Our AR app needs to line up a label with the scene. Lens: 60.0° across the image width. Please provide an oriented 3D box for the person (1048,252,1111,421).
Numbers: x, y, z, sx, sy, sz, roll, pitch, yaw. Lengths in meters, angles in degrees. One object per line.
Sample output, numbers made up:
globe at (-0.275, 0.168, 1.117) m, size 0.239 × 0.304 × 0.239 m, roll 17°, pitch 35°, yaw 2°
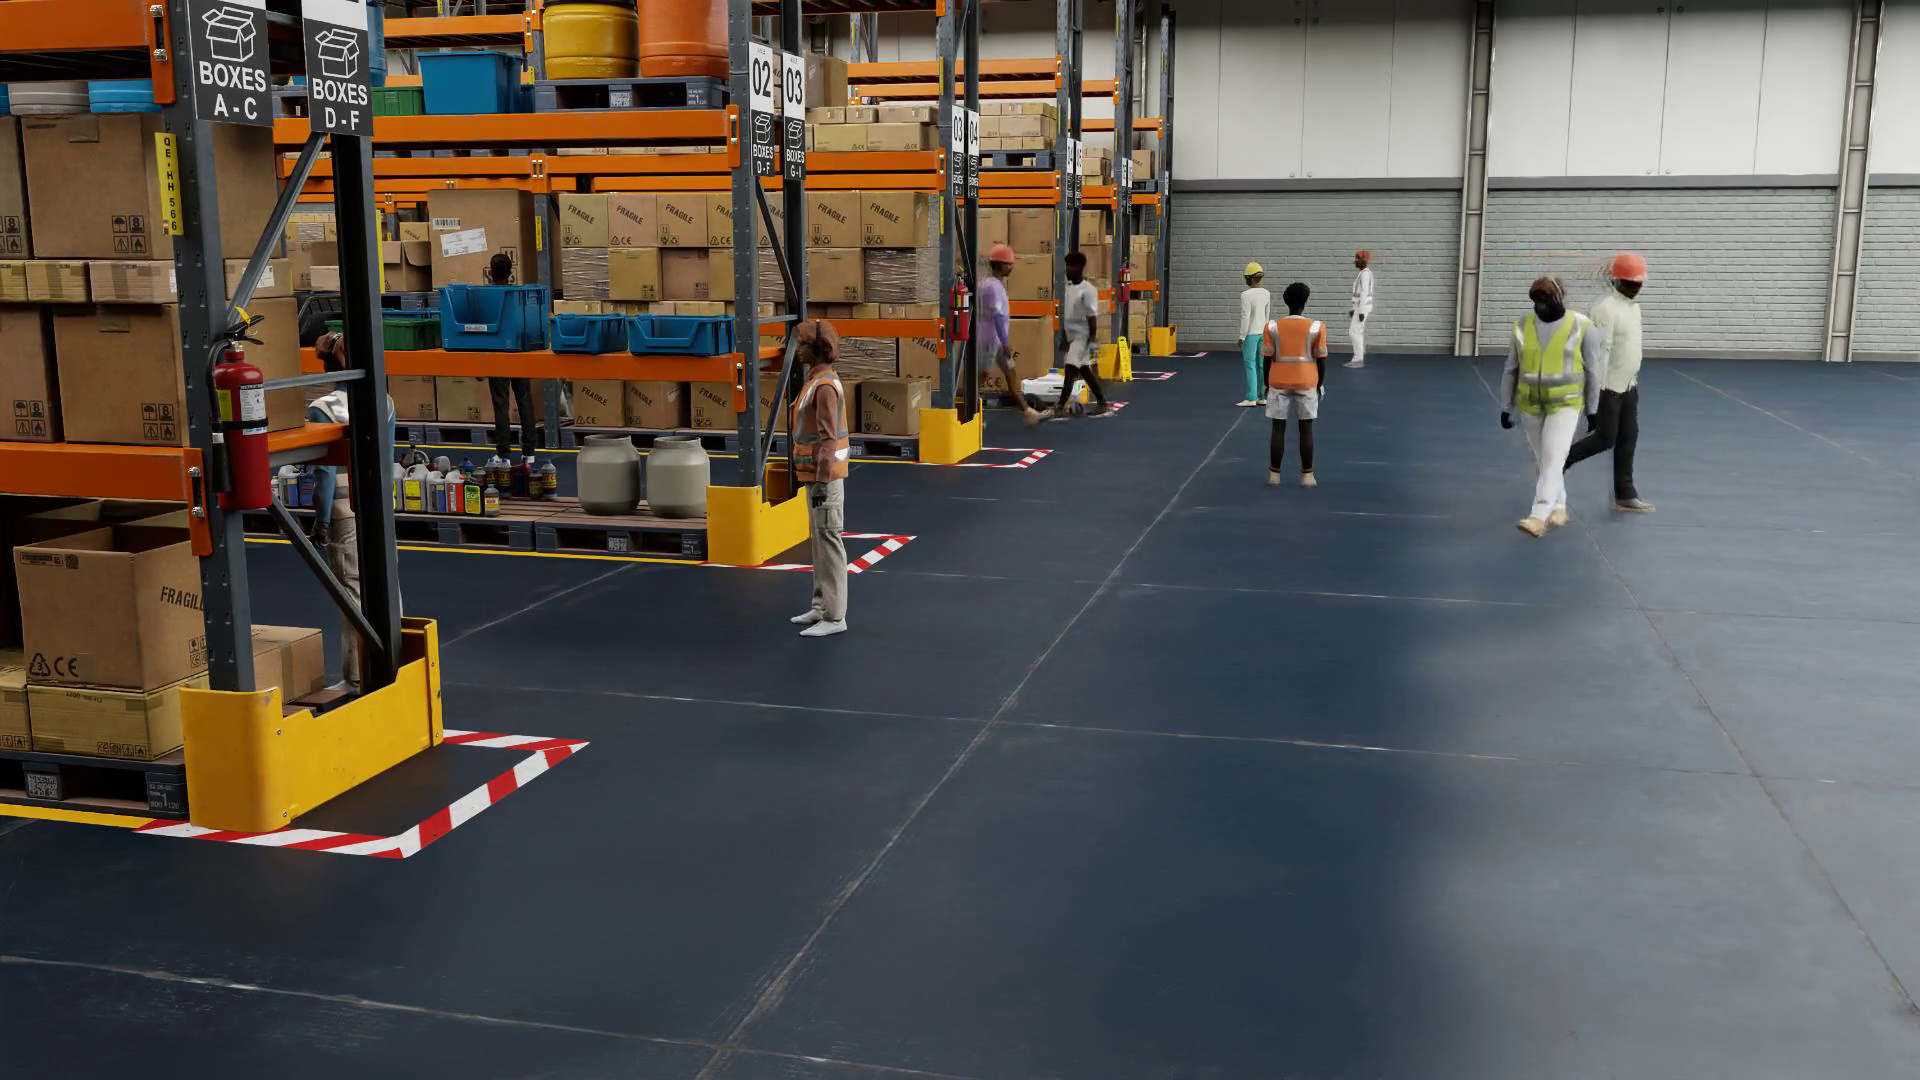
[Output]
person at (1.351, -2.309, 18.937) m, size 0.953 × 1.922 × 0.616 m, roll -3°, pitch 11°, yaw -17°

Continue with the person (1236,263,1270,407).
person at (3.589, -2.513, 20.422) m, size 0.533 × 1.767 × 0.326 m, roll -10°, pitch 14°, yaw -43°

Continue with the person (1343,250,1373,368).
person at (6.369, -3.673, 26.544) m, size 0.419 × 1.878 × 0.602 m, roll 3°, pitch 11°, yaw 15°

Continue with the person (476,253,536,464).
person at (-4.125, -1.639, 15.154) m, size 0.587 × 1.920 × 0.394 m, roll -8°, pitch 13°, yaw -36°

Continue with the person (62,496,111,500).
person at (-5.641, -0.754, 10.640) m, size 0.856 × 1.794 × 0.593 m, roll 3°, pitch 11°, yaw 16°

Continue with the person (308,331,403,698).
person at (-2.708, -0.111, 7.464) m, size 0.307 × 1.640 × 0.520 m, roll 3°, pitch 11°, yaw 18°

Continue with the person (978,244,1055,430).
person at (0.465, -2.142, 17.742) m, size 1.063 × 1.981 × 0.637 m, roll 2°, pitch 10°, yaw 9°

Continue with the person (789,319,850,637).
person at (-0.723, -0.321, 8.629) m, size 0.307 × 1.641 × 0.512 m, roll -2°, pitch 10°, yaw -12°

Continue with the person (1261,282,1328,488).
person at (2.753, -1.272, 13.738) m, size 0.540 × 1.695 × 0.317 m, roll 3°, pitch 11°, yaw 15°

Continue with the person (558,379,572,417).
person at (-4.811, -2.280, 18.657) m, size 1.044 × 1.946 × 0.634 m, roll 5°, pitch 11°, yaw 26°

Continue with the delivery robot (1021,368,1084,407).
delivery robot at (1.079, -1.754, 19.315) m, size 0.707 × 0.478 × 0.477 m, roll 2°, pitch 10°, yaw 11°

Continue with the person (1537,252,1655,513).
person at (4.848, -1.187, 12.537) m, size 0.773 × 1.961 × 0.658 m, roll 9°, pitch 13°, yaw 40°

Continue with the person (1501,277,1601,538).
person at (4.105, -0.936, 11.638) m, size 0.643 × 1.782 × 0.997 m, roll 9°, pitch 14°, yaw 41°
